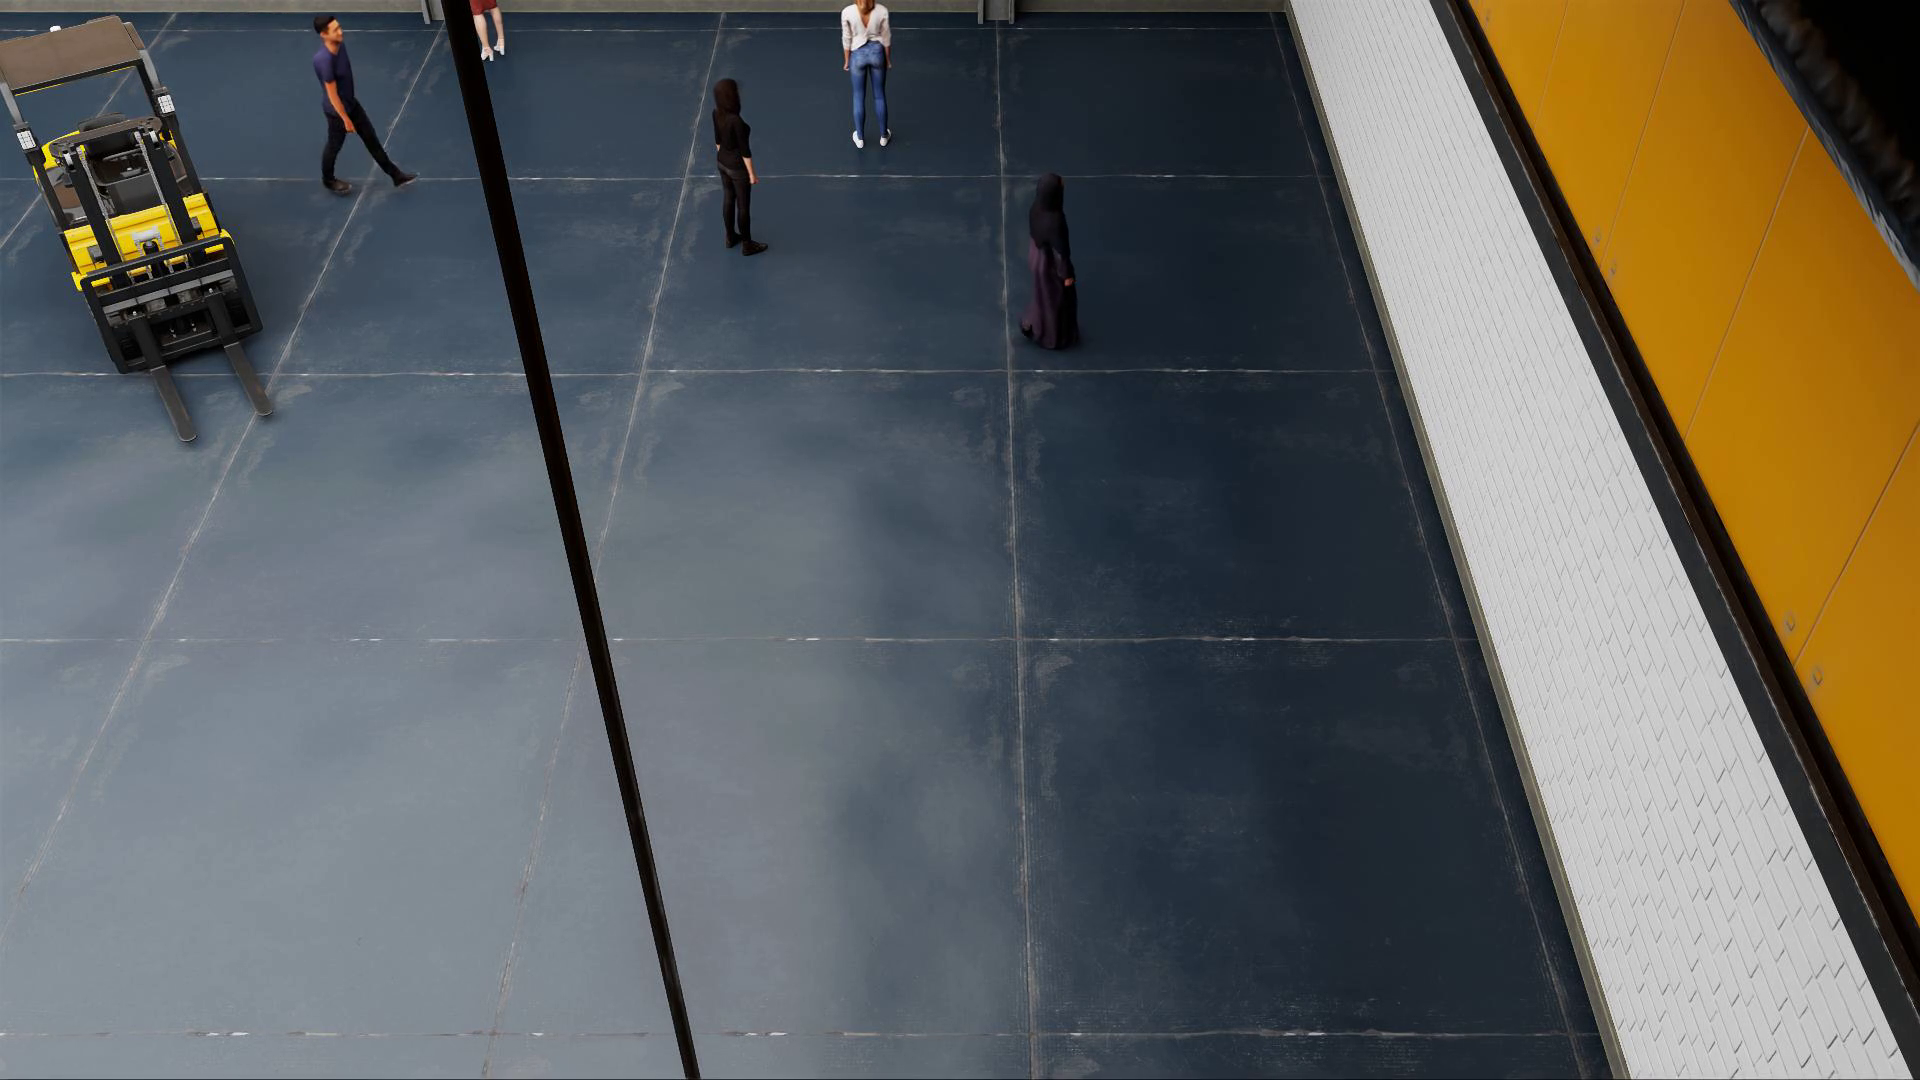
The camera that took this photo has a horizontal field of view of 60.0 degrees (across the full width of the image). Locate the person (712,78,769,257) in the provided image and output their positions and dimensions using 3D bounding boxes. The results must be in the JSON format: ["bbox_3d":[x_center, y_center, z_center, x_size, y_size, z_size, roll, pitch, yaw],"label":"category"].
[{"bbox_3d":[-1.951,-3.221,14.344,0.632,1.640,0.697,33,53,30],"label":"person"}]

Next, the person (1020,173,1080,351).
[{"bbox_3d":[0.677,-2.211,13.305,0.789,1.611,0.727,-11,45,-12],"label":"person"}]

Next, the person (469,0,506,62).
[{"bbox_3d":[-4.910,-5.732,16.899,0.704,1.751,0.670,29,50,27],"label":"person"}]

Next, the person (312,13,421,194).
[{"bbox_3d":[-5.646,-3.880,14.965,1.151,1.738,0.724,4,44,4],"label":"person"}]

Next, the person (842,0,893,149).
[{"bbox_3d":[-0.866,-4.508,15.637,0.496,1.720,0.693,-5,44,-5],"label":"person"}]
